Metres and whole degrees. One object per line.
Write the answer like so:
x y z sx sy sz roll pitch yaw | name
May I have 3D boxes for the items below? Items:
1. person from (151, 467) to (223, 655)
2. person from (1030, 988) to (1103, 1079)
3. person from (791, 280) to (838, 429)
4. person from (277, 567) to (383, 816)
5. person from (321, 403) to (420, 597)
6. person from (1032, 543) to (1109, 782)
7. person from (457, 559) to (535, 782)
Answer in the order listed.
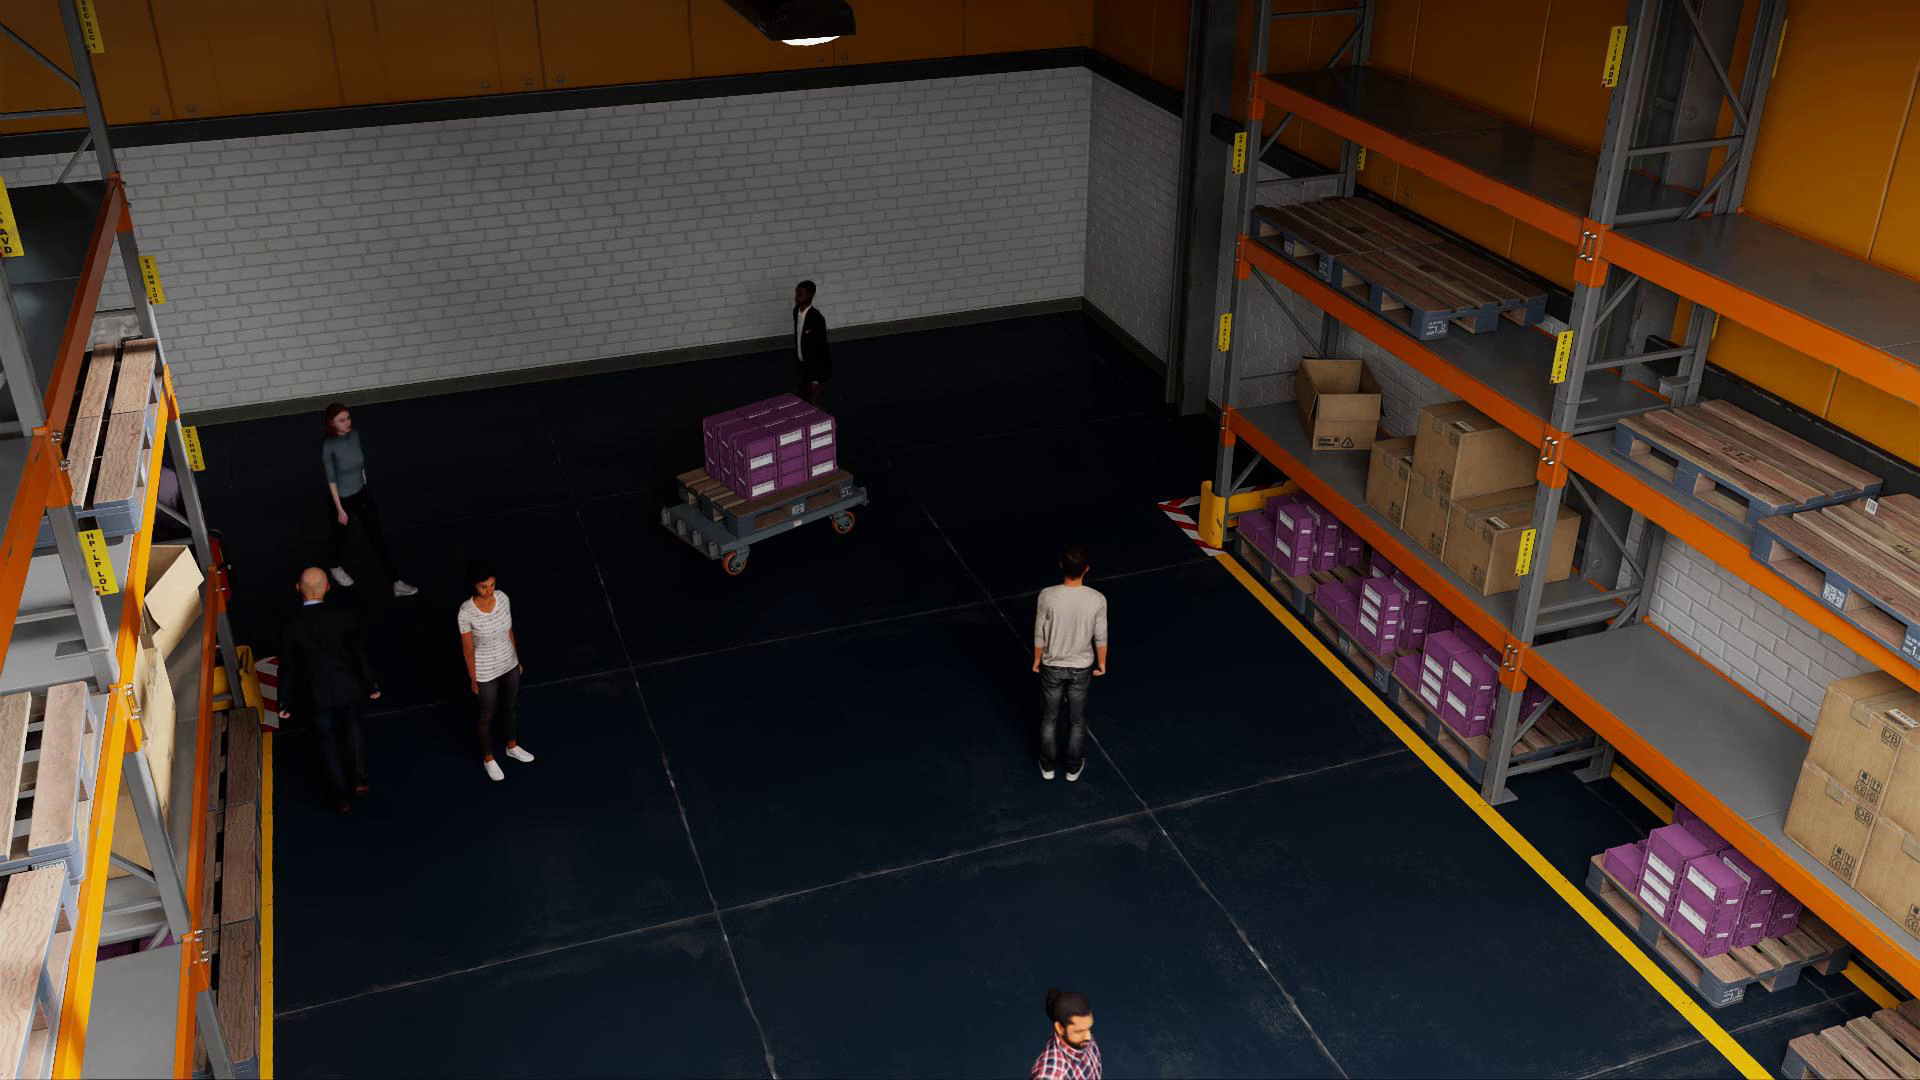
-5.918 0.095 12.698 0.939 1.800 1.027 -2 29 -4 | person
0.483 2.804 7.773 0.834 1.760 0.746 9 30 16 | person
-1.338 -1.640 15.894 0.830 1.786 0.751 -20 35 -32 | person
-4.118 1.037 10.991 0.854 1.782 0.735 -18 33 -30 | person
-5.033 -0.307 13.557 1.212 1.684 1.120 14 32 24 | person
0.730 0.852 11.304 0.730 1.805 0.692 1 29 2 | person
-3.219 0.870 11.441 0.677 1.643 0.654 21 35 33 | person
